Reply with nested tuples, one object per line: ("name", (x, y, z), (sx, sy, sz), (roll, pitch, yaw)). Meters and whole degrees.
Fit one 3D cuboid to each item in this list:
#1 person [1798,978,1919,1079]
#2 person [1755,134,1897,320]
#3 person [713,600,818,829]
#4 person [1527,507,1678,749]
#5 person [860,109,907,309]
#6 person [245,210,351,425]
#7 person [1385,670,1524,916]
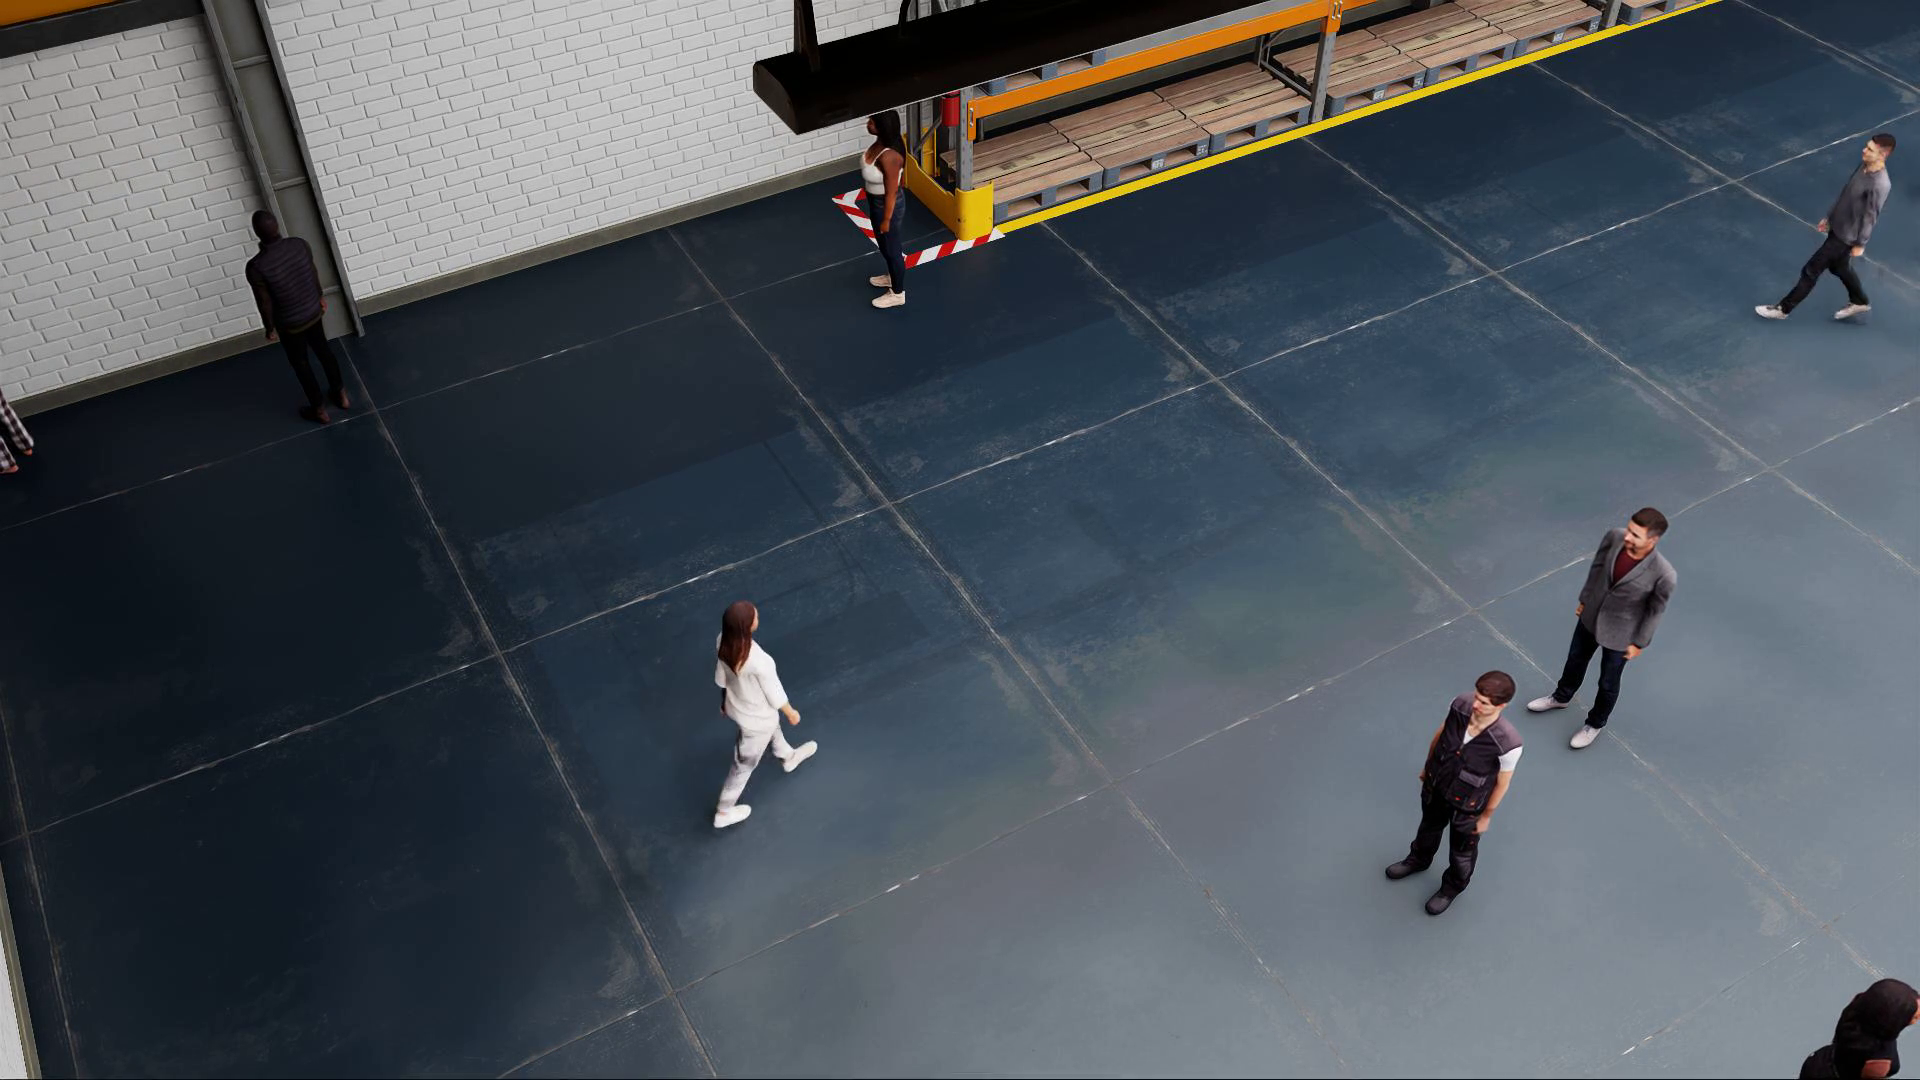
("person", (4.218, 2.647, 8.034), (0.734, 1.740, 0.681), (9, 44, 9))
("person", (7.223, -2.477, 13.417), (1.217, 1.734, 1.080), (6, 44, 6))
("person", (-1.274, 1.054, 9.771), (1.116, 1.651, 0.721), (-30, 51, -28))
("person", (3.983, 0.508, 10.183), (0.567, 1.873, 0.677), (-22, 48, -22))
("person", (-0.586, -2.752, 13.652), (0.745, 1.810, 0.733), (-3, 44, -3))
("person", (-4.993, -1.688, 12.516), (0.830, 1.836, 0.675), (26, 50, 25))
("person", (2.803, 1.379, 9.287), (0.581, 1.849, 0.660), (-26, 49, -24))
